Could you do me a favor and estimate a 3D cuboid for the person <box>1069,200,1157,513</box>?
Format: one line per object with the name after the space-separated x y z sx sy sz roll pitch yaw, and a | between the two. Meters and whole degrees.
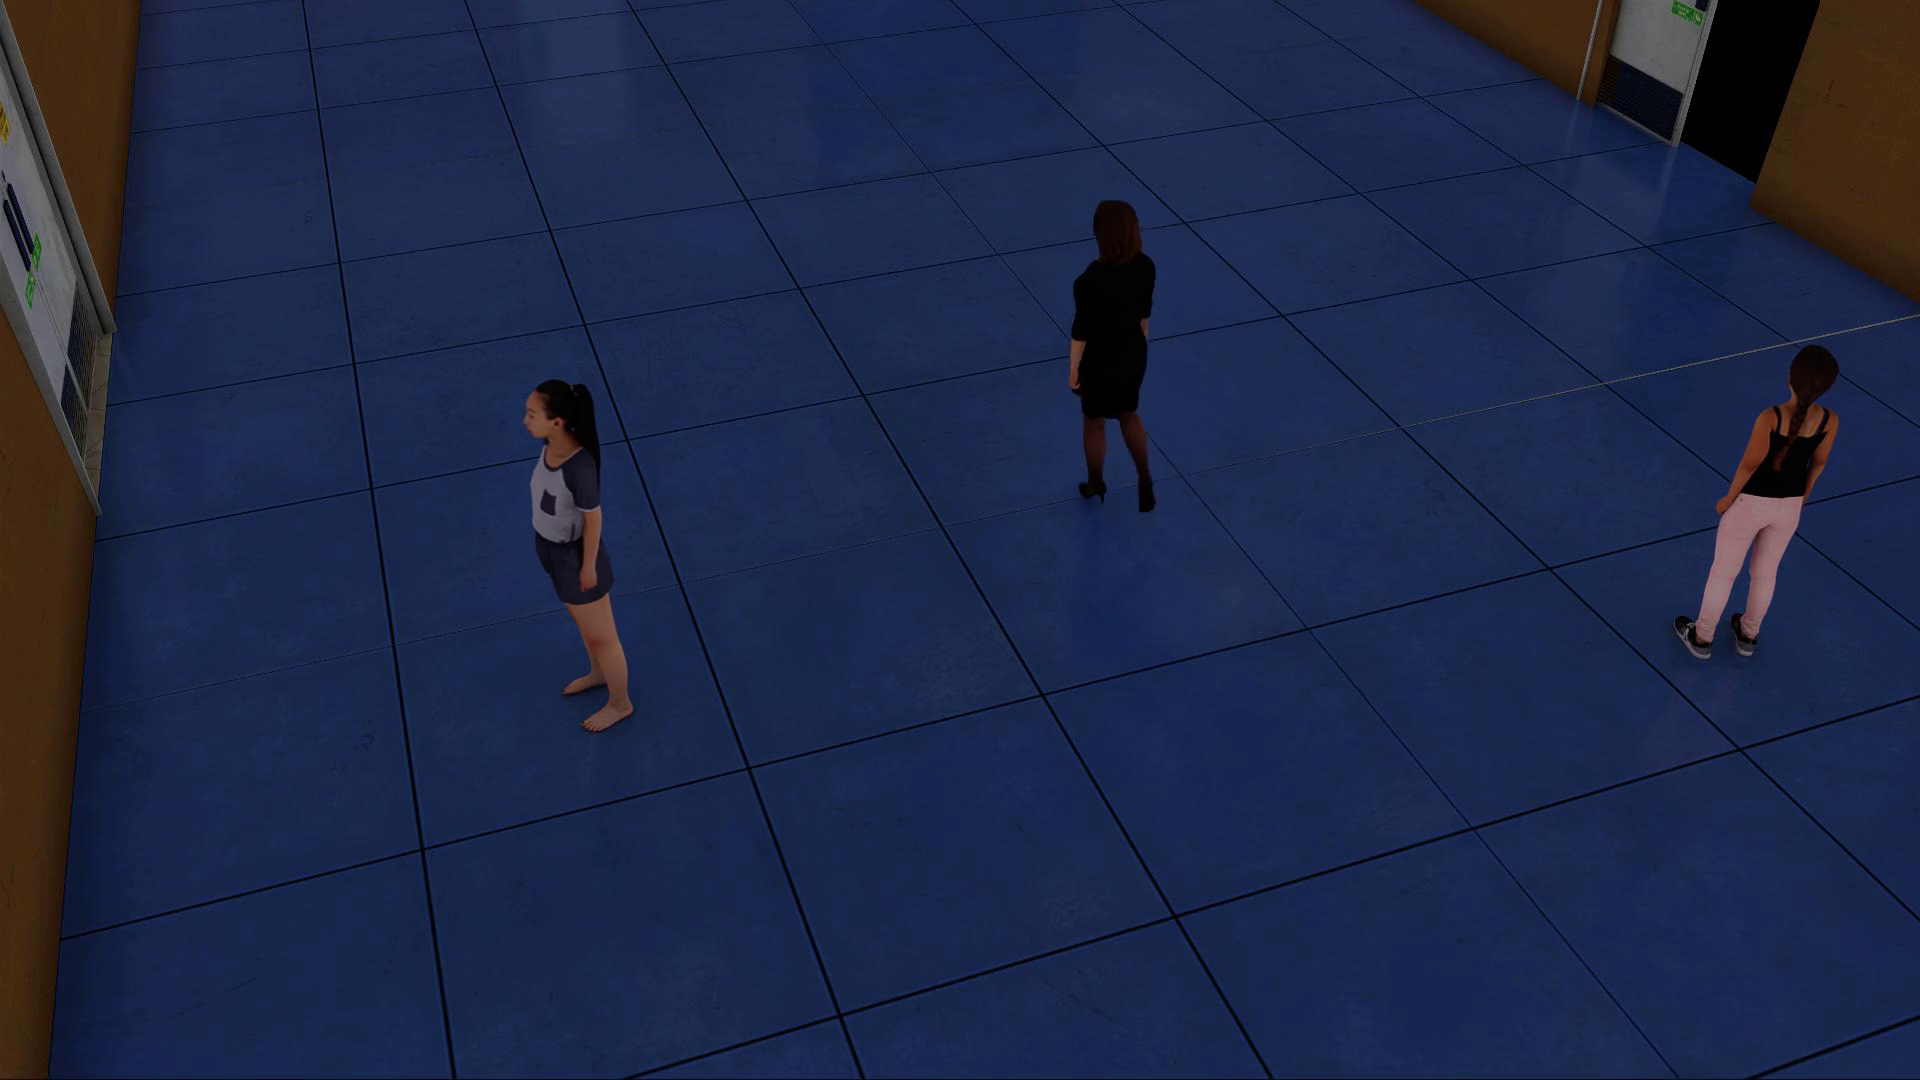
0.768 -0.798 7.905 0.783 1.691 0.733 -18 41 -23 | person

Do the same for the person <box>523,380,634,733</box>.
-1.558 0.057 6.814 0.570 1.650 0.625 -19 41 -23 | person

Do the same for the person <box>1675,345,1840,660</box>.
3.467 -0.149 7.159 0.541 1.565 0.654 0 37 0 | person
